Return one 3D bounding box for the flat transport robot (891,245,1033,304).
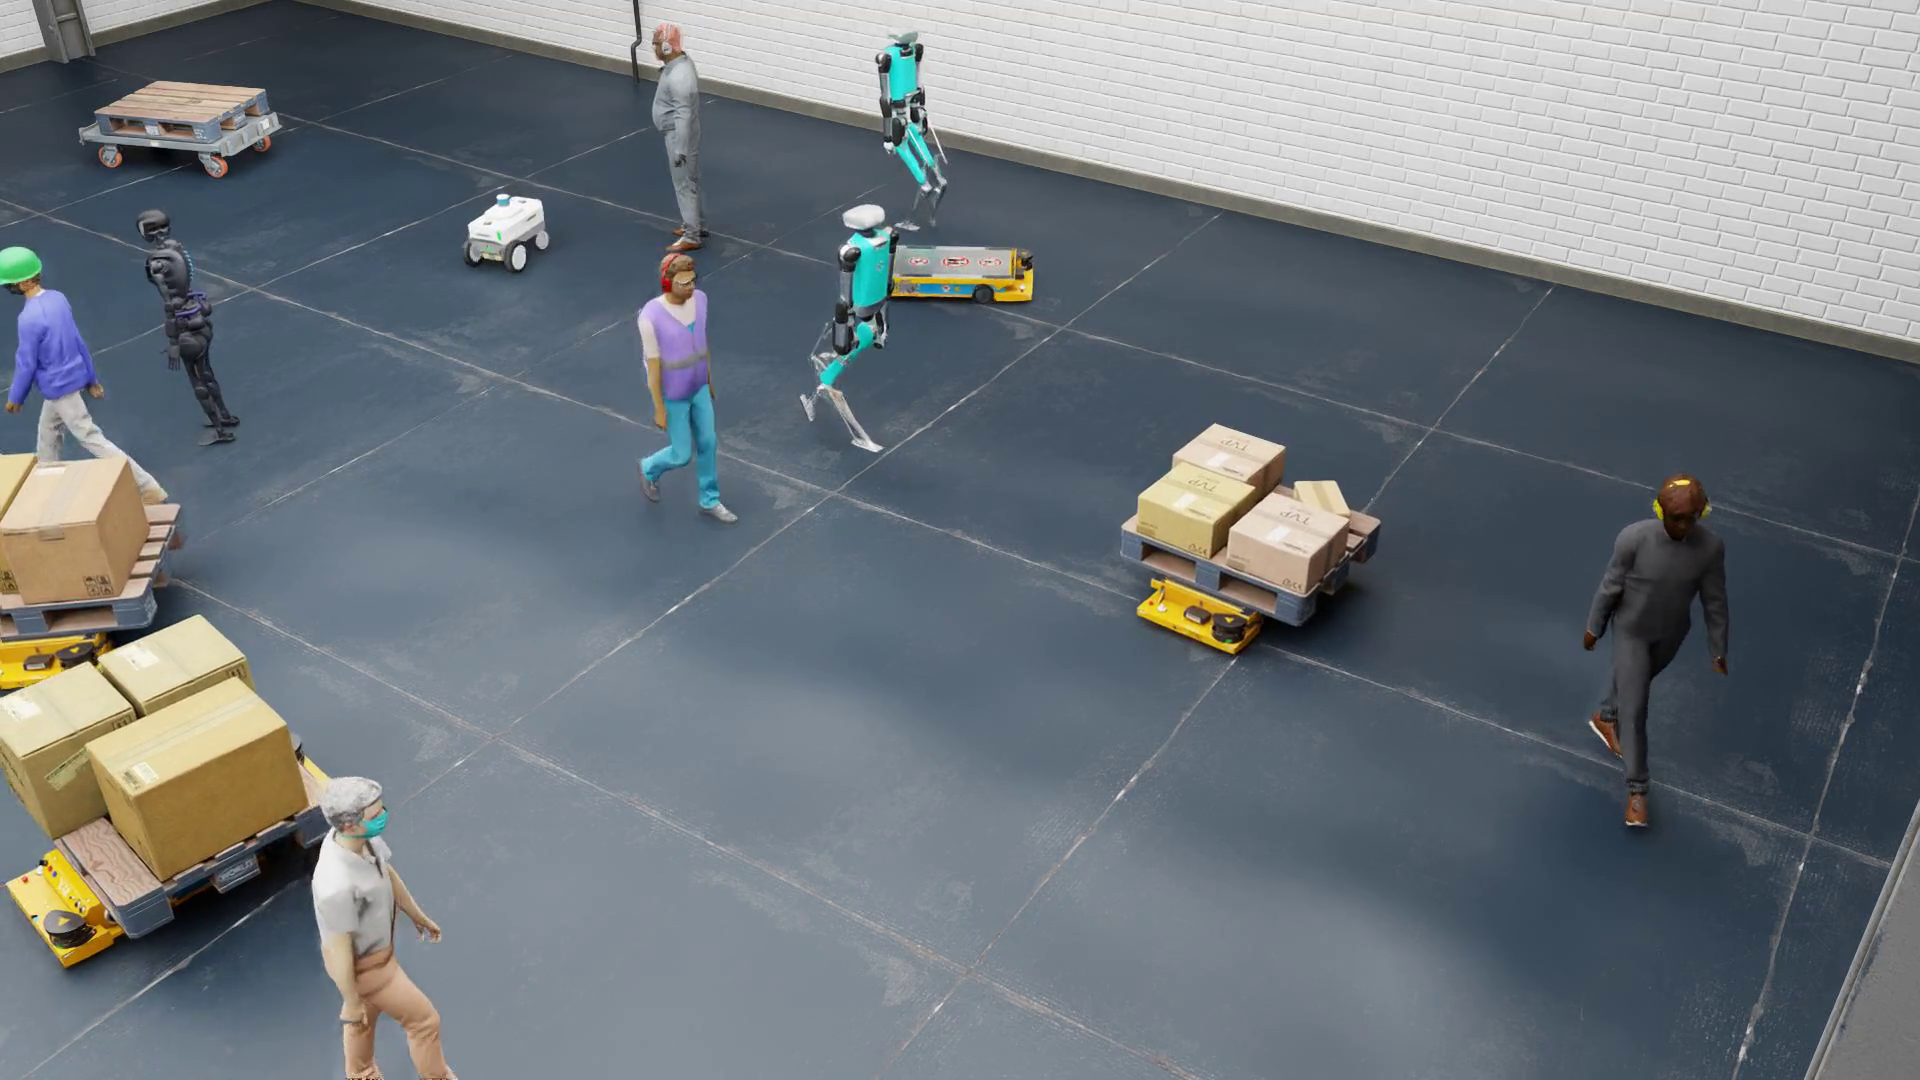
[{"bbox_3d":[-0.118,-2.182,13.651,1.431,0.231,0.659,1,33,2],"label":"flat transport robot"}]

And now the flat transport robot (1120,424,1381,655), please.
[{"bbox_3d":[1.719,0.180,9.977,0.659,0.231,1.431,22,39,31],"label":"flat transport robot"}]

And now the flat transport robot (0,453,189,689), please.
[{"bbox_3d":[-5.196,0.366,9.687,0.659,0.231,1.431,-5,33,-8],"label":"flat transport robot"}]

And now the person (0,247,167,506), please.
[{"bbox_3d":[-5.647,-0.977,10.363,1.002,1.795,0.454,-6,33,-9],"label":"person"}]

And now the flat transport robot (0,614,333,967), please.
[{"bbox_3d":[-3.726,1.448,8.003,0.659,0.231,1.431,28,42,36],"label":"flat transport robot"}]

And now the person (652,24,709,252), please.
[{"bbox_3d":[-2.374,-3.382,14.013,0.398,1.903,0.654,-2,33,-4],"label":"person"}]

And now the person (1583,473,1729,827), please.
[{"bbox_3d":[3.403,0.480,8.070,0.616,1.813,0.979,1,33,1],"label":"person"}]

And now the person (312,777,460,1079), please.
[{"bbox_3d":[-2.176,1.594,6.434,0.732,1.715,0.463,-7,33,-11],"label":"person"}]

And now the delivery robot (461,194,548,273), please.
[{"bbox_3d":[-3.835,-2.608,14.066,0.499,0.612,0.815,11,34,17],"label":"delivery robot"}]

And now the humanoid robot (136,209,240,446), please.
[{"bbox_3d":[-5.200,-1.435,11.186,0.307,1.653,0.610,-5,33,-8],"label":"humanoid robot"}]

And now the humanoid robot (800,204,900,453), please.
[{"bbox_3d":[-0.874,-1.454,11.188,0.928,1.789,0.548,22,39,30],"label":"humanoid robot"}]

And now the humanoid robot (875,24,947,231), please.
[{"bbox_3d":[-0.337,-3.467,14.334,0.680,1.845,0.539,23,39,31],"label":"humanoid robot"}]

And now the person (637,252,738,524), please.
[{"bbox_3d":[-1.741,-0.937,10.271,0.609,1.822,0.567,20,38,28],"label":"person"}]
